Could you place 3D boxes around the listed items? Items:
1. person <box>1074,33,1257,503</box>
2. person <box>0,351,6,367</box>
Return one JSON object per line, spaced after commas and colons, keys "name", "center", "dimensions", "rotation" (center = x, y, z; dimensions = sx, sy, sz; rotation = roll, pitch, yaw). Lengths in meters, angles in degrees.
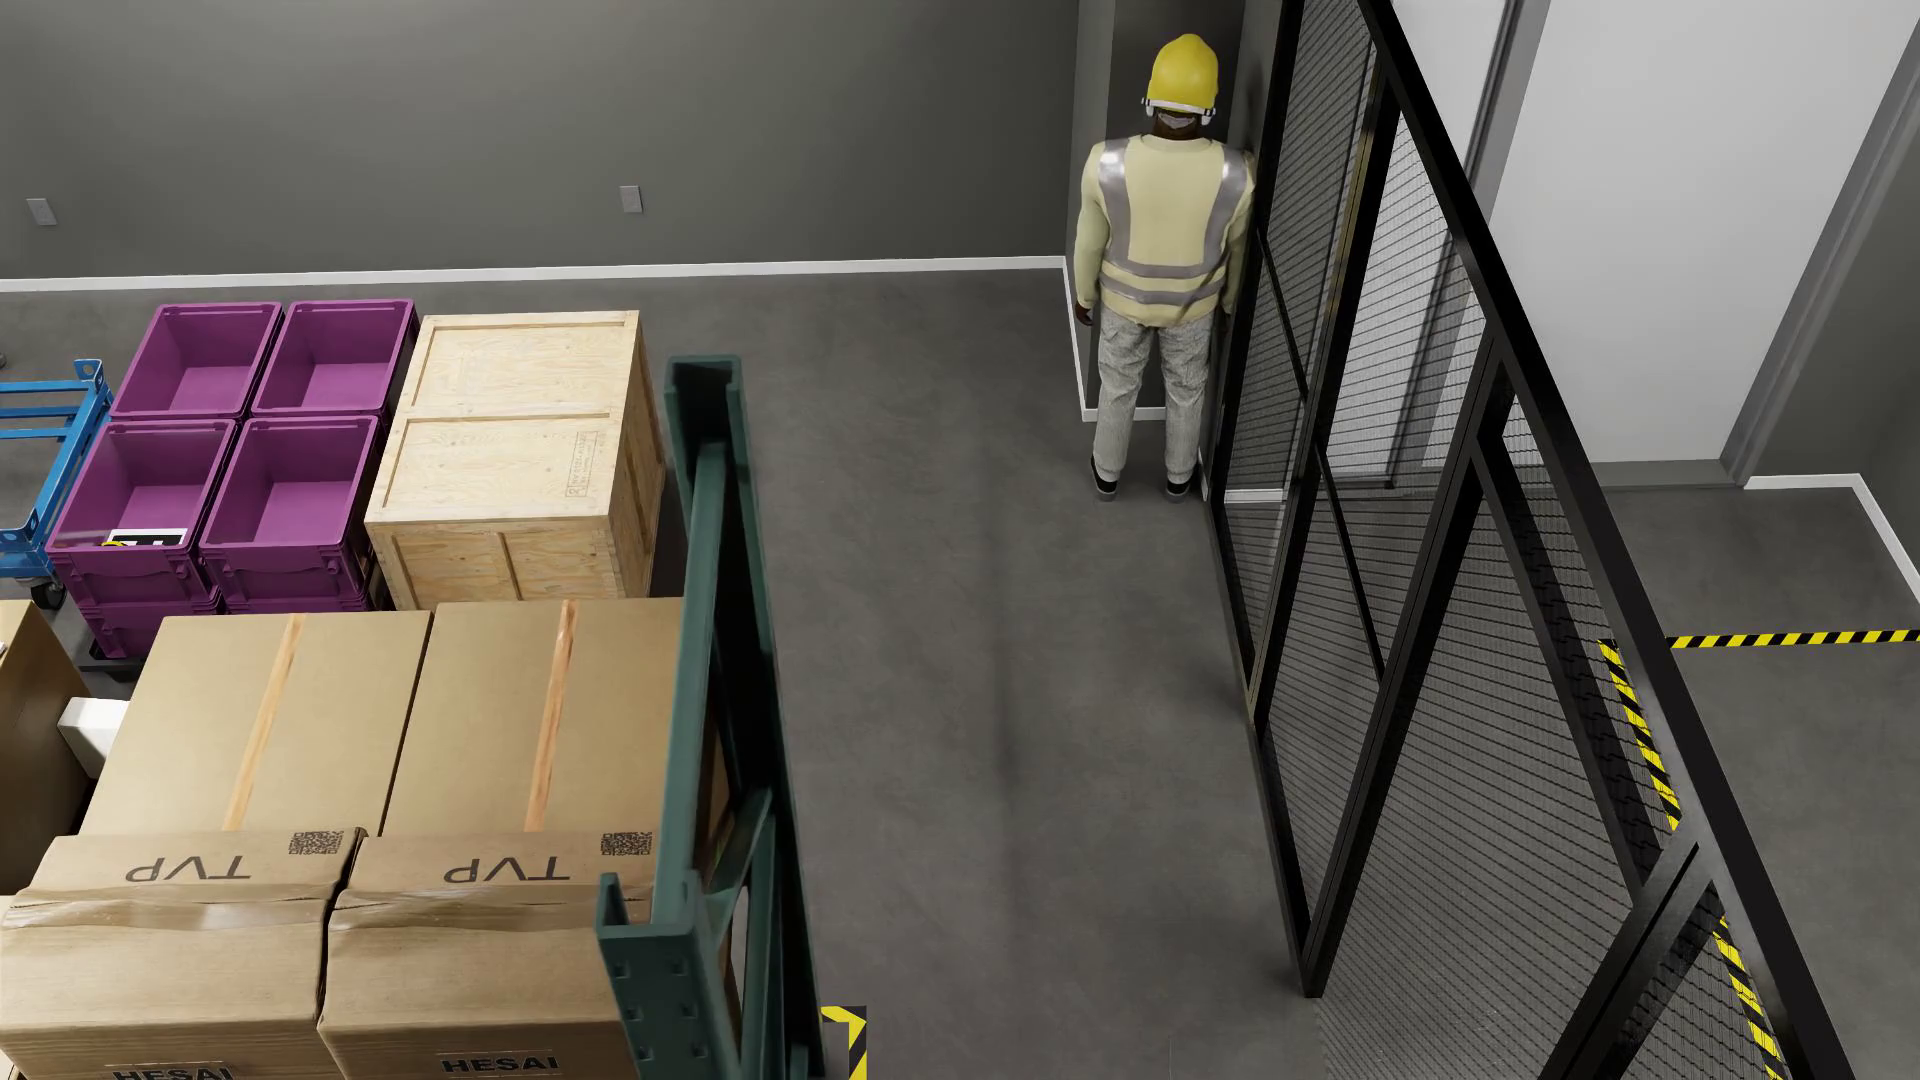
{"name": "person", "center": [0.682, -0.861, 5.650], "dimensions": [0.601, 1.831, 0.404], "rotation": [3, 46, 3]}
{"name": "person", "center": [-4.027, -1.269, 5.968], "dimensions": [0.355, 1.938, 0.637], "rotation": [-3, 46, -3]}
